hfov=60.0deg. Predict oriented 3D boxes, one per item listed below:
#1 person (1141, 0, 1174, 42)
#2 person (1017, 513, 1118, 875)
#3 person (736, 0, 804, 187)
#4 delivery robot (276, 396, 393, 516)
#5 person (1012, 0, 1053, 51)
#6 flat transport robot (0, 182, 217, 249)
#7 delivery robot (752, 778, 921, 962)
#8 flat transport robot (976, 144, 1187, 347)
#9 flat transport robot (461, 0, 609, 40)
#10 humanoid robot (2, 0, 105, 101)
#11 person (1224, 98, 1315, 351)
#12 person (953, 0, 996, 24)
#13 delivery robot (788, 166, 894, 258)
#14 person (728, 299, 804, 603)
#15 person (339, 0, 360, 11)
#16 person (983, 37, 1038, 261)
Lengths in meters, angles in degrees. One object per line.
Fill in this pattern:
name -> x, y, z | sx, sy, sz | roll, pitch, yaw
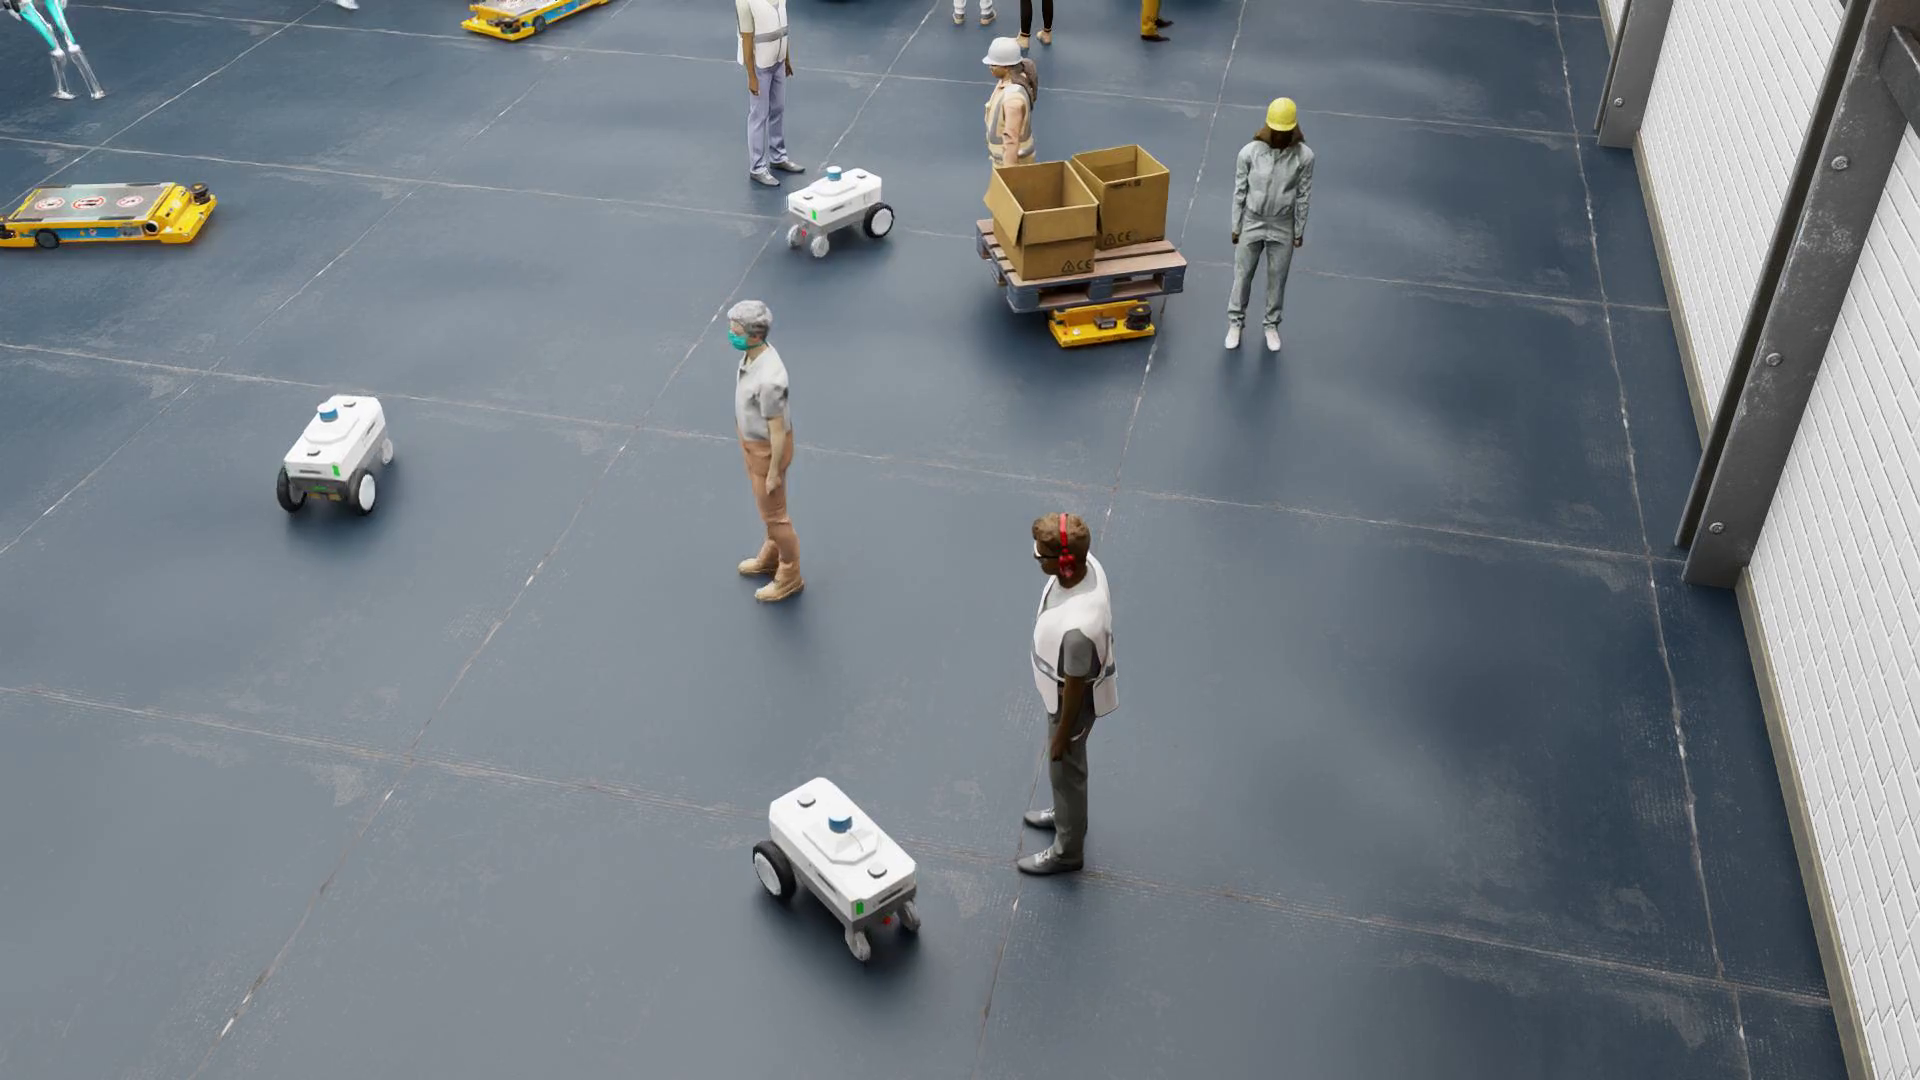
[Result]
person -> 1.889, -5.533, 15.401 | 0.412, 1.743, 0.570 | -1, 37, -1
person -> 0.466, 0.655, 7.038 | 0.406, 1.834, 0.563 | 1, 37, 1
person -> -1.495, -3.658, 12.807 | 0.396, 1.838, 0.558 | 18, 40, 22
delivery robot -> -3.620, -0.502, 9.666 | 0.499, 0.612, 0.814 | 4, 37, 5
person -> 0.678, -5.334, 15.163 | 0.534, 1.697, 0.318 | -20, 41, -24
flat transport robot -> -6.418, -2.435, 12.477 | 1.431, 0.231, 0.659 | -2, 37, -3
delivery robot -> -0.523, 1.368, 7.162 | 0.499, 0.611, 0.792 | -26, 44, -30
flat transport robot -> 0.806, -1.794, 11.619 | 0.659, 0.231, 1.431 | -9, 38, -12
flat transport robot -> -4.104, -5.205, 16.184 | 0.659, 0.231, 1.431 | 20, 41, 25
humanoid robot -> -7.783, -4.549, 14.089 | 0.577, 1.785, 0.819 | -26, 44, -31
person -> 1.982, -2.009, 10.679 | 0.486, 1.738, 0.319 | 3, 37, 5
person -> 0.108, -5.818, 15.658 | 0.574, 1.881, 0.355 | 4, 37, 5
delivery robot -> -0.899, -2.467, 12.282 | 0.779, 0.597, 0.499 | -30, 46, -34
person -> -1.022, -0.467, 8.610 | 0.318, 1.745, 0.489 | -13, 39, -16
person -> -6.035, -5.961, 16.058 | 0.611, 1.620, 0.542 | 20, 41, 24
person -> 0.340, -2.641, 11.542 | 0.379, 1.719, 0.485 | -4, 37, -5
